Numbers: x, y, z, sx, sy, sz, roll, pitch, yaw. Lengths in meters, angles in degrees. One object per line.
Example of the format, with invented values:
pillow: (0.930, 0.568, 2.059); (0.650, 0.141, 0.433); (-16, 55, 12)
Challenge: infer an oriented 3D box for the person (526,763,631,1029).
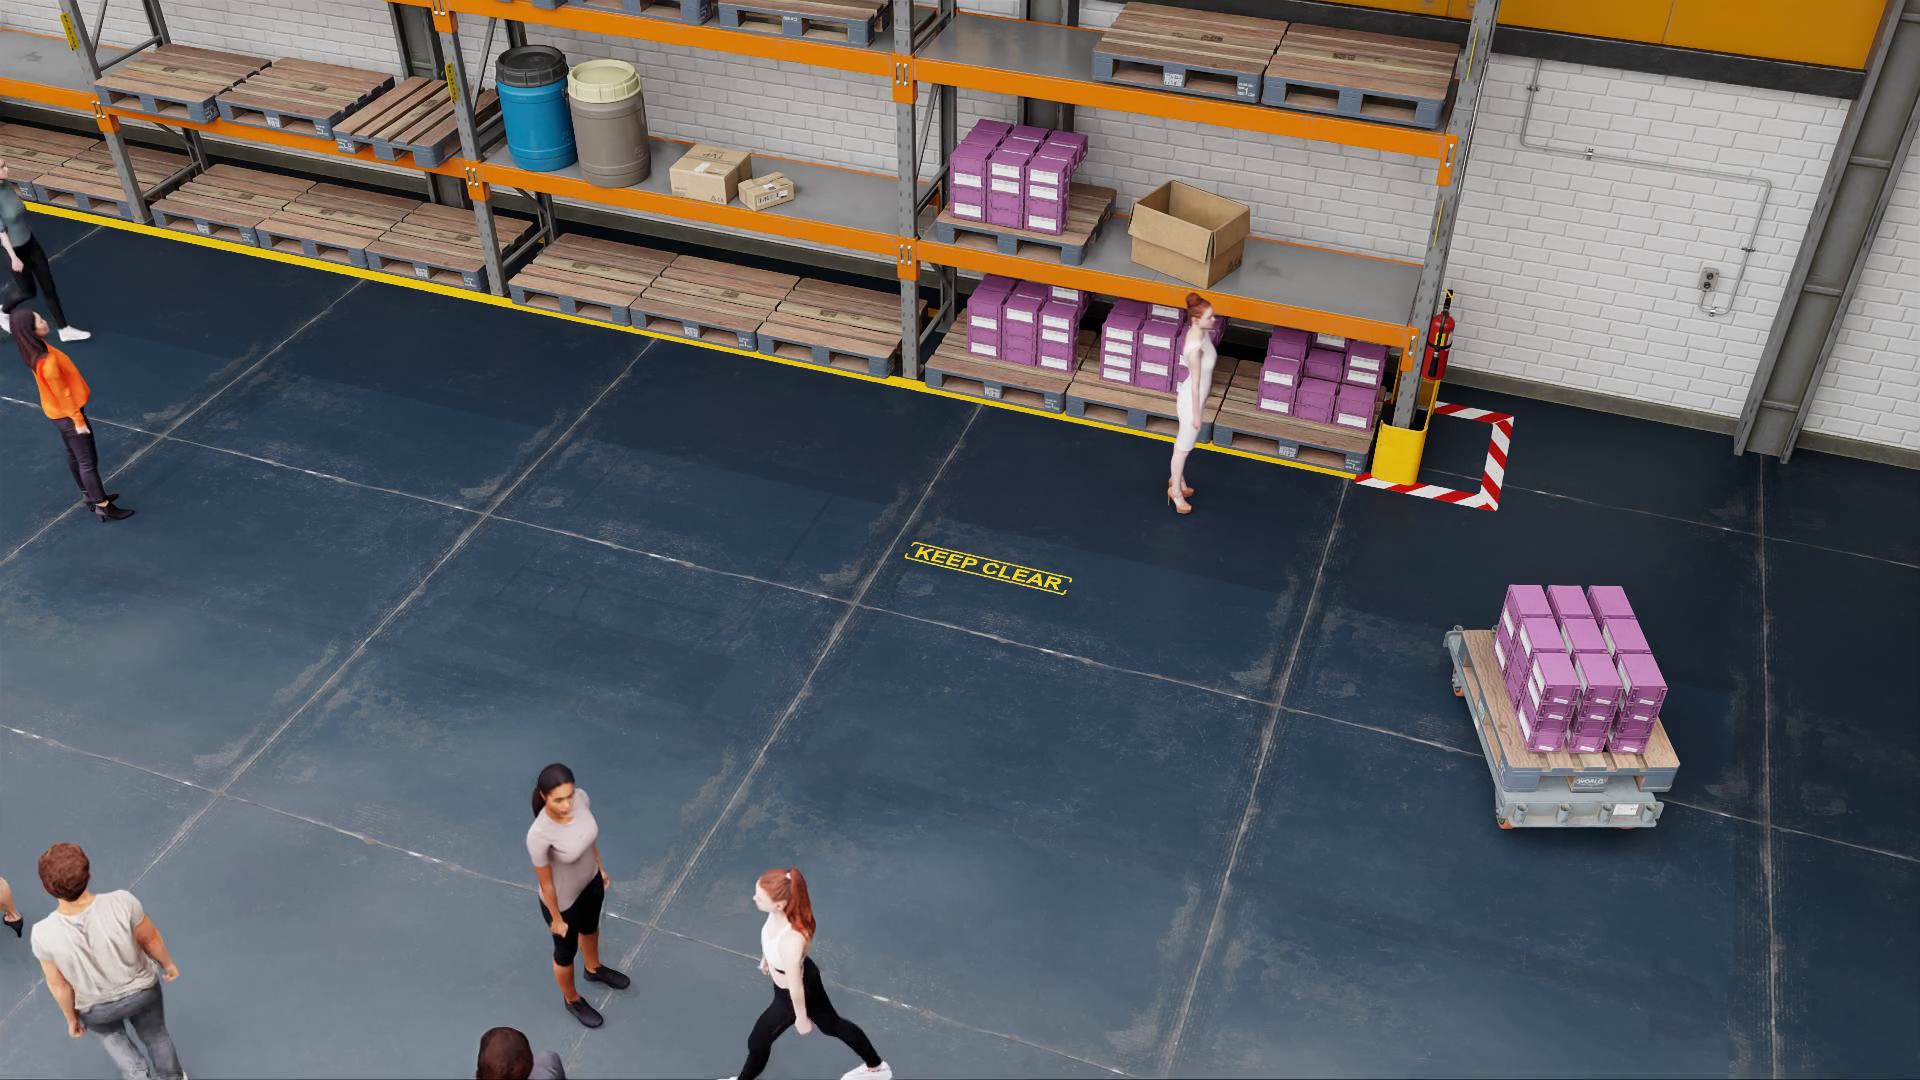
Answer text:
person: (-2.013, 1.801, 8.597); (0.552, 1.745, 0.618); (17, 42, 20)

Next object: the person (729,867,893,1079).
person: (-0.715, 2.198, 8.146); (1.283, 1.687, 0.991); (-5, 39, -6)

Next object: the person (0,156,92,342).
person: (-7.891, -2.397, 13.867); (1.052, 1.728, 0.776); (1, 39, 2)

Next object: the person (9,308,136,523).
person: (-6.432, -0.902, 11.980); (0.768, 1.748, 0.656); (-28, 47, -31)

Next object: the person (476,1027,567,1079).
person: (-1.891, 2.728, 7.418); (0.616, 1.768, 0.664); (24, 44, 27)

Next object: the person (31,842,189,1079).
person: (-4.023, 2.214, 7.968); (0.835, 1.884, 0.879); (-24, 44, -27)

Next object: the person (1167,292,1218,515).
person: (1.671, -0.988, 12.051); (0.511, 1.792, 0.593); (8, 39, 9)
